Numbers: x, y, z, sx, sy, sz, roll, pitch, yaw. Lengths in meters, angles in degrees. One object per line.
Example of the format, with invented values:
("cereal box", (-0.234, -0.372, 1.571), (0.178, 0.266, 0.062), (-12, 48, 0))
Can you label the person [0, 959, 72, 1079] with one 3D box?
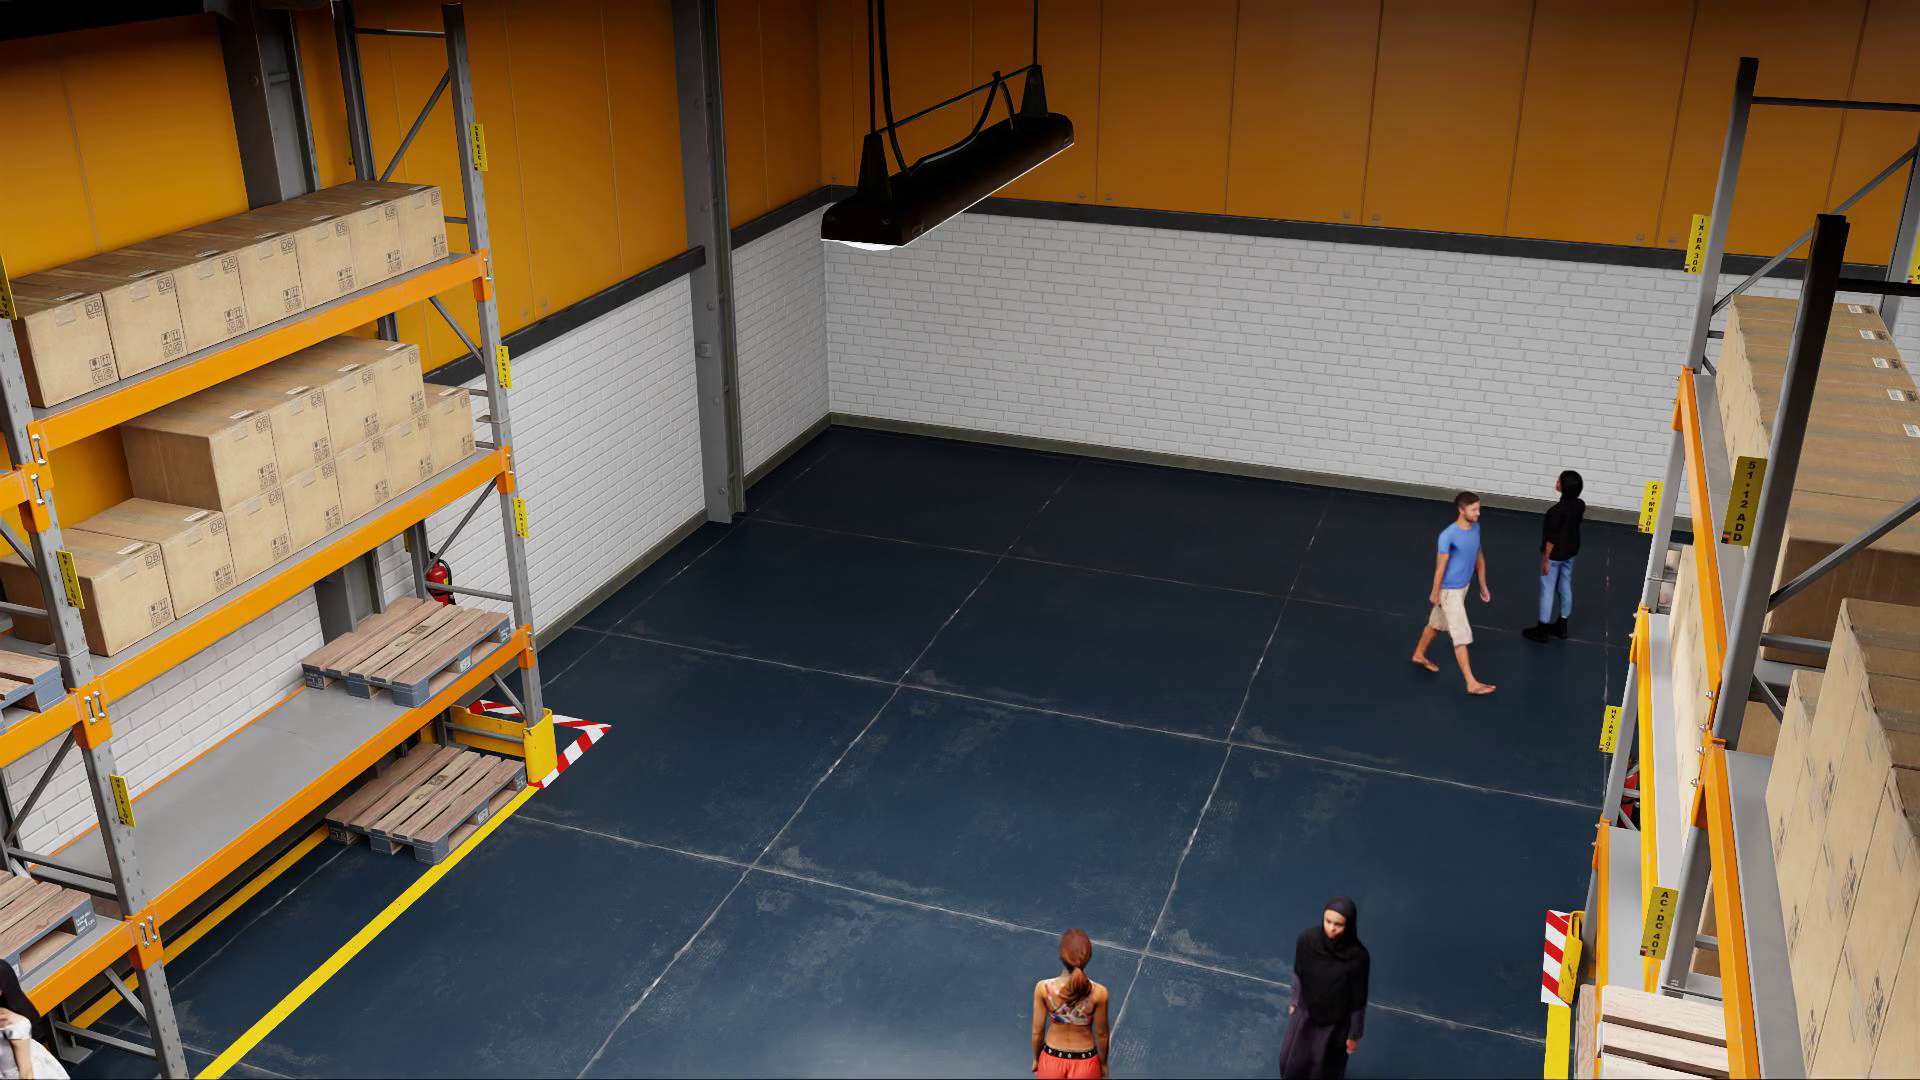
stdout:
("person", (-4.983, 2.970, 8.917), (0.802, 1.769, 0.777), (-18, 29, -36))

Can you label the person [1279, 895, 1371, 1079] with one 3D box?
("person", (2.162, 2.720, 9.691), (0.680, 1.608, 0.766), (13, 27, 27))

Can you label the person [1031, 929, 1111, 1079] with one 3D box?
("person", (0.597, 2.885, 9.085), (0.627, 1.791, 0.619), (4, 24, 8))

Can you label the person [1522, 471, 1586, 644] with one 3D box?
("person", (5.583, 0.154, 15.446), (0.652, 1.699, 0.727), (-13, 27, -27))

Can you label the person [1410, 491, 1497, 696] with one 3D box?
("person", (4.291, 0.407, 14.721), (1.225, 1.816, 1.072), (-20, 31, -38))
